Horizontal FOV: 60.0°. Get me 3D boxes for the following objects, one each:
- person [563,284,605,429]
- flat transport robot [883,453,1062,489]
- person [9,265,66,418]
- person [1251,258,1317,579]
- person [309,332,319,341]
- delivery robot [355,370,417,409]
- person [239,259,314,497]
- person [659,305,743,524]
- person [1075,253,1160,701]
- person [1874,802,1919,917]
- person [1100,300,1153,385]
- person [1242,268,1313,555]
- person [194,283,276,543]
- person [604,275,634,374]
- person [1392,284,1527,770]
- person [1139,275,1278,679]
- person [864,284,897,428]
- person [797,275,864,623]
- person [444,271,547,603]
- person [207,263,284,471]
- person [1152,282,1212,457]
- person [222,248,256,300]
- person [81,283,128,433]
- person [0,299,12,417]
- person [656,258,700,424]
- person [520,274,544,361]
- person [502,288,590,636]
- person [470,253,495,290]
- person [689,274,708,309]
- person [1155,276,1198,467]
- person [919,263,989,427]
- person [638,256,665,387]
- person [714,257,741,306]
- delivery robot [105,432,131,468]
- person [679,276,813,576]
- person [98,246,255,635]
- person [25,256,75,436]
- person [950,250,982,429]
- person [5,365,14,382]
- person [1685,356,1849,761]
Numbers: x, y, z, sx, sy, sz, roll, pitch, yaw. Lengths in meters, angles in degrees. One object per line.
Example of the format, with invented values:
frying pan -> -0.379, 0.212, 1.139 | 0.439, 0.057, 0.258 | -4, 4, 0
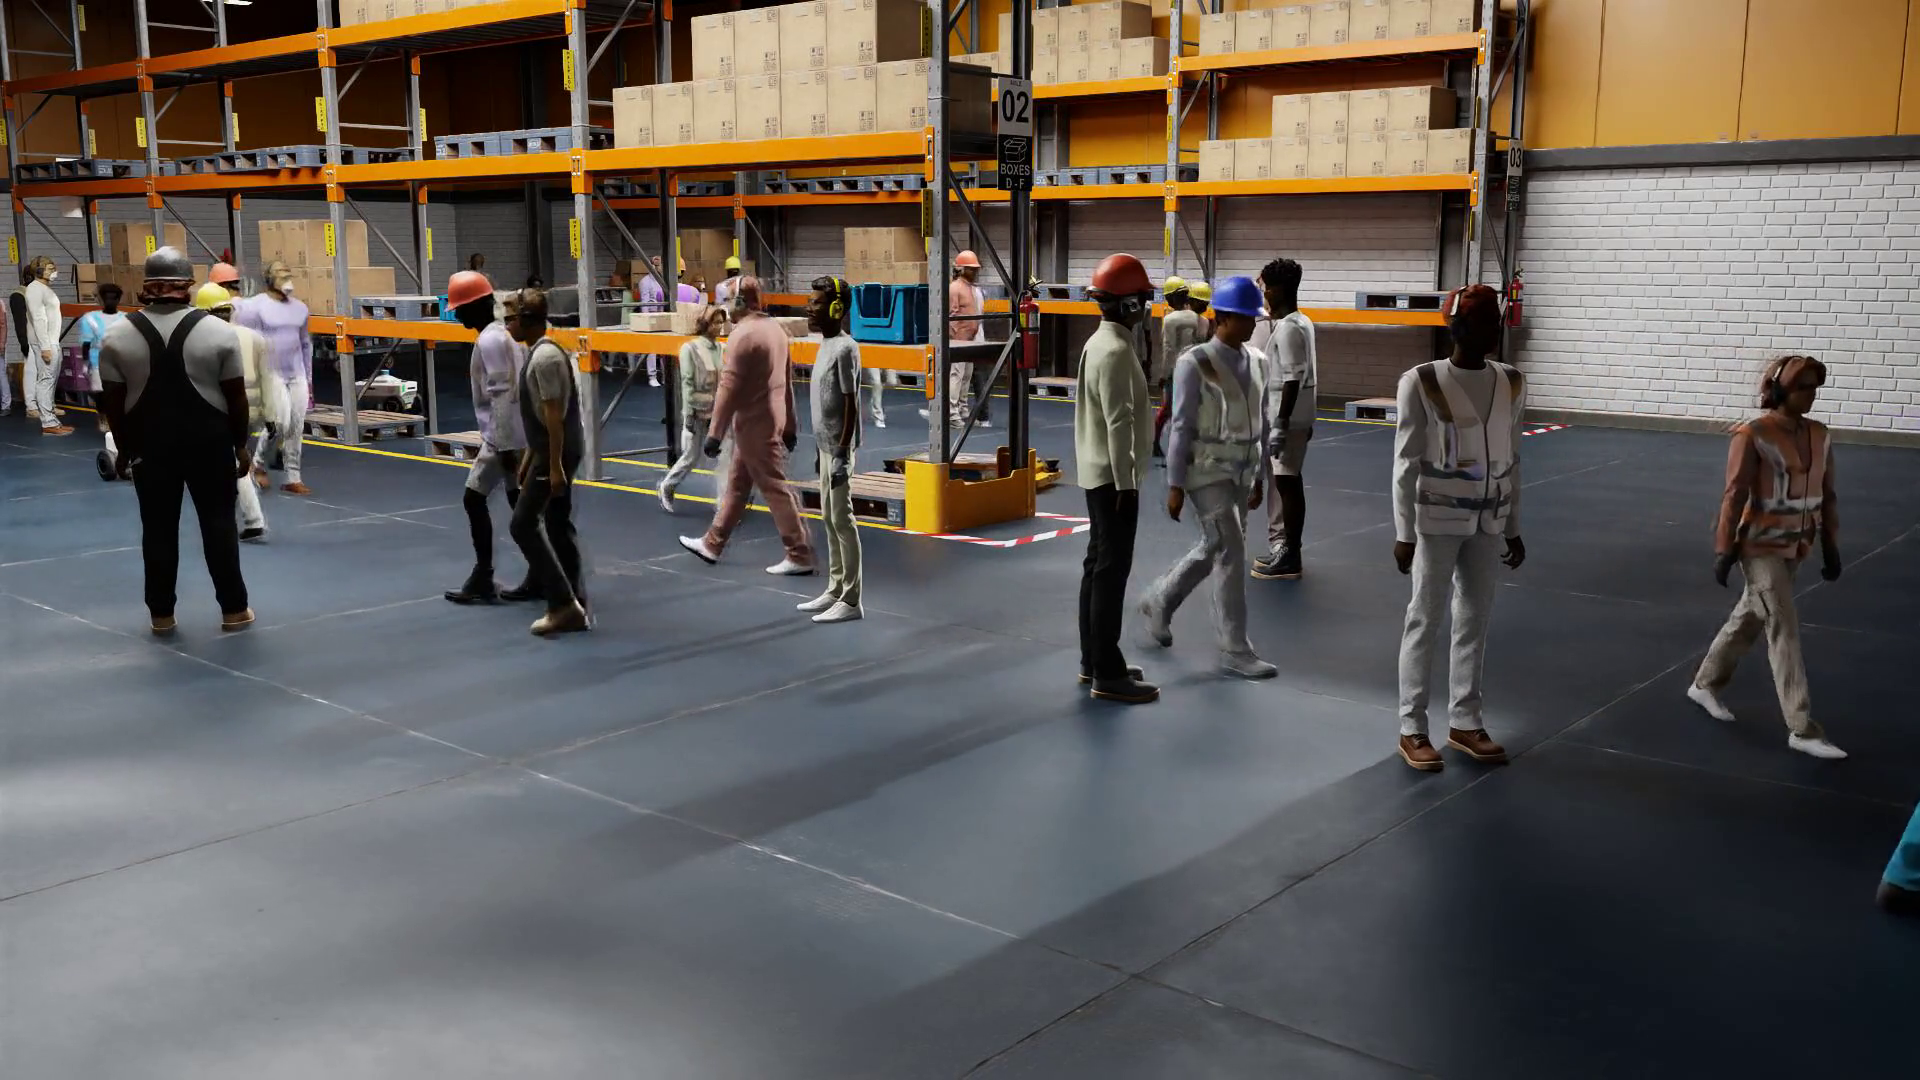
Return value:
person -> -4.272, -2.054, 18.668 | 0.694, 1.601, 0.549 | 8, 13, 38
flat transport robot -> 0.095, -0.607, 14.266 | 1.431, 0.197, 0.652 | 4, 11, 21
person -> -11.050, -2.381, 19.942 | 0.430, 1.836, 0.620 | 1, 10, 8
person -> 1.993, -0.737, 10.207 | 0.376, 1.959, 0.600 | 3, 10, 17
person -> -10.099, -3.320, 25.320 | 0.641, 1.810, 0.627 | 9, 14, 42
delivery robot -> -6.923, -1.805, 20.020 | 0.707, 0.478, 0.477 | 2, 10, 12
person -> -5.530, -1.303, 13.511 | 0.498, 1.928, 0.639 | 6, 11, 30
person -> -1.925, -0.939, 12.328 | 0.711, 1.611, 0.519 | 10, 14, 44
person -> 0.704, -0.281, 7.504 | 0.372, 1.996, 0.620 | -1, 10, -4
person -> 3.087, 0.290, 4.780 | 0.641, 1.831, 0.595 | 6, 12, 30
person -> 1.536, -1.619, 15.487 | 0.532, 1.868, 0.310 | -1, 10, -8
person -> 1.977, -0.801, 10.741 | 0.638, 1.903, 0.409 | -1, 10, -4
person -> -5.110, -0.878, 11.537 | 0.948, 1.778, 0.614 | 7, 12, 33
person -> -5.511, -3.480, 26.891 | 0.503, 1.586, 0.876 | -6, 12, -32
person -> 1.951, -0.048, 6.496 | 0.584, 1.884, 0.348 | -4, 11, -20
person -> 1.207, -0.334, 8.098 | 0.619, 1.911, 0.928 | -9, 13, -41
person -> -0.921, -2.100, 18.933 | 0.513, 1.625, 0.509 | -4, 11, -23
person -> -0.699, -0.488, 9.036 | 0.328, 1.876, 0.515 | -3, 11, -19
person -> -2.687, -0.575, 9.481 | 0.744, 1.885, 0.569 | -1, 10, -4
person -> -6.518, -1.541, 15.035 | 0.833, 1.884, 0.573 | 0, 10, 2
person -> 2.106, -1.602, 15.844 | 0.537, 1.717, 0.876 | -7, 12, -36
person -> -9.915, -2.972, 22.715 | 0.579, 2.032, 0.607 | 8, 13, 39
person -> -8.744, -1.810, 17.122 | 0.568, 1.665, 0.615 | -6, 12, -30
person -> -11.660, -2.350, 19.933 | 0.527, 1.772, 0.305 | 2, 10, 12
person -> -3.246, -2.292, 19.121 | 0.544, 1.939, 0.354 | -8, 13, -39
person -> -5.464, -2.597, 21.560 | 0.575, 1.695, 0.400 | -4, 11, -20
person -> -2.165, -0.405, 8.727 | 0.448, 1.817, 0.547 | -1, 10, -8
person -> -7.682, -3.624, 26.704 | 0.352, 1.937, 0.635 | 3, 10, 14
person -> -4.077, -3.314, 25.849 | 0.284, 1.629, 0.501 | 6, 12, 32
person -> 2.003, -1.549, 15.404 | 0.328, 1.762, 0.523 | 8, 13, 37
person -> -0.029, -2.242, 19.004 | 0.954, 1.871, 0.624 | 7, 12, 36
person -> -4.384, -3.196, 24.361 | 0.409, 1.907, 0.651 | 7, 12, 36
person -> -3.113, -2.980, 23.150 | 0.608, 1.899, 0.785 | -8, 13, -37
delivery robot -> -7.101, -0.828, 14.457 | 0.707, 0.478, 0.477 | 7, 12, 35
person -> -1.348, -0.703, 10.331 | 1.000, 1.843, 0.665 | 3, 10, 14
person -> -4.099, -0.525, 8.772 | 0.688, 2.000, 0.536 | -3, 10, -16
person -> -9.881, -2.098, 18.021 | 0.373, 1.940, 0.629 | -4, 11, -21
person -> 0.057, -2.247, 18.704 | 0.396, 1.992, 0.623 | 4, 11, 23
person -> -14.024, -3.051, 23.752 | 0.679, 1.837, 0.615 | -1, 10, -6
person -> 3.346, 0.036, 6.842 | 0.530, 1.596, 0.851 | -5, 11, -25
